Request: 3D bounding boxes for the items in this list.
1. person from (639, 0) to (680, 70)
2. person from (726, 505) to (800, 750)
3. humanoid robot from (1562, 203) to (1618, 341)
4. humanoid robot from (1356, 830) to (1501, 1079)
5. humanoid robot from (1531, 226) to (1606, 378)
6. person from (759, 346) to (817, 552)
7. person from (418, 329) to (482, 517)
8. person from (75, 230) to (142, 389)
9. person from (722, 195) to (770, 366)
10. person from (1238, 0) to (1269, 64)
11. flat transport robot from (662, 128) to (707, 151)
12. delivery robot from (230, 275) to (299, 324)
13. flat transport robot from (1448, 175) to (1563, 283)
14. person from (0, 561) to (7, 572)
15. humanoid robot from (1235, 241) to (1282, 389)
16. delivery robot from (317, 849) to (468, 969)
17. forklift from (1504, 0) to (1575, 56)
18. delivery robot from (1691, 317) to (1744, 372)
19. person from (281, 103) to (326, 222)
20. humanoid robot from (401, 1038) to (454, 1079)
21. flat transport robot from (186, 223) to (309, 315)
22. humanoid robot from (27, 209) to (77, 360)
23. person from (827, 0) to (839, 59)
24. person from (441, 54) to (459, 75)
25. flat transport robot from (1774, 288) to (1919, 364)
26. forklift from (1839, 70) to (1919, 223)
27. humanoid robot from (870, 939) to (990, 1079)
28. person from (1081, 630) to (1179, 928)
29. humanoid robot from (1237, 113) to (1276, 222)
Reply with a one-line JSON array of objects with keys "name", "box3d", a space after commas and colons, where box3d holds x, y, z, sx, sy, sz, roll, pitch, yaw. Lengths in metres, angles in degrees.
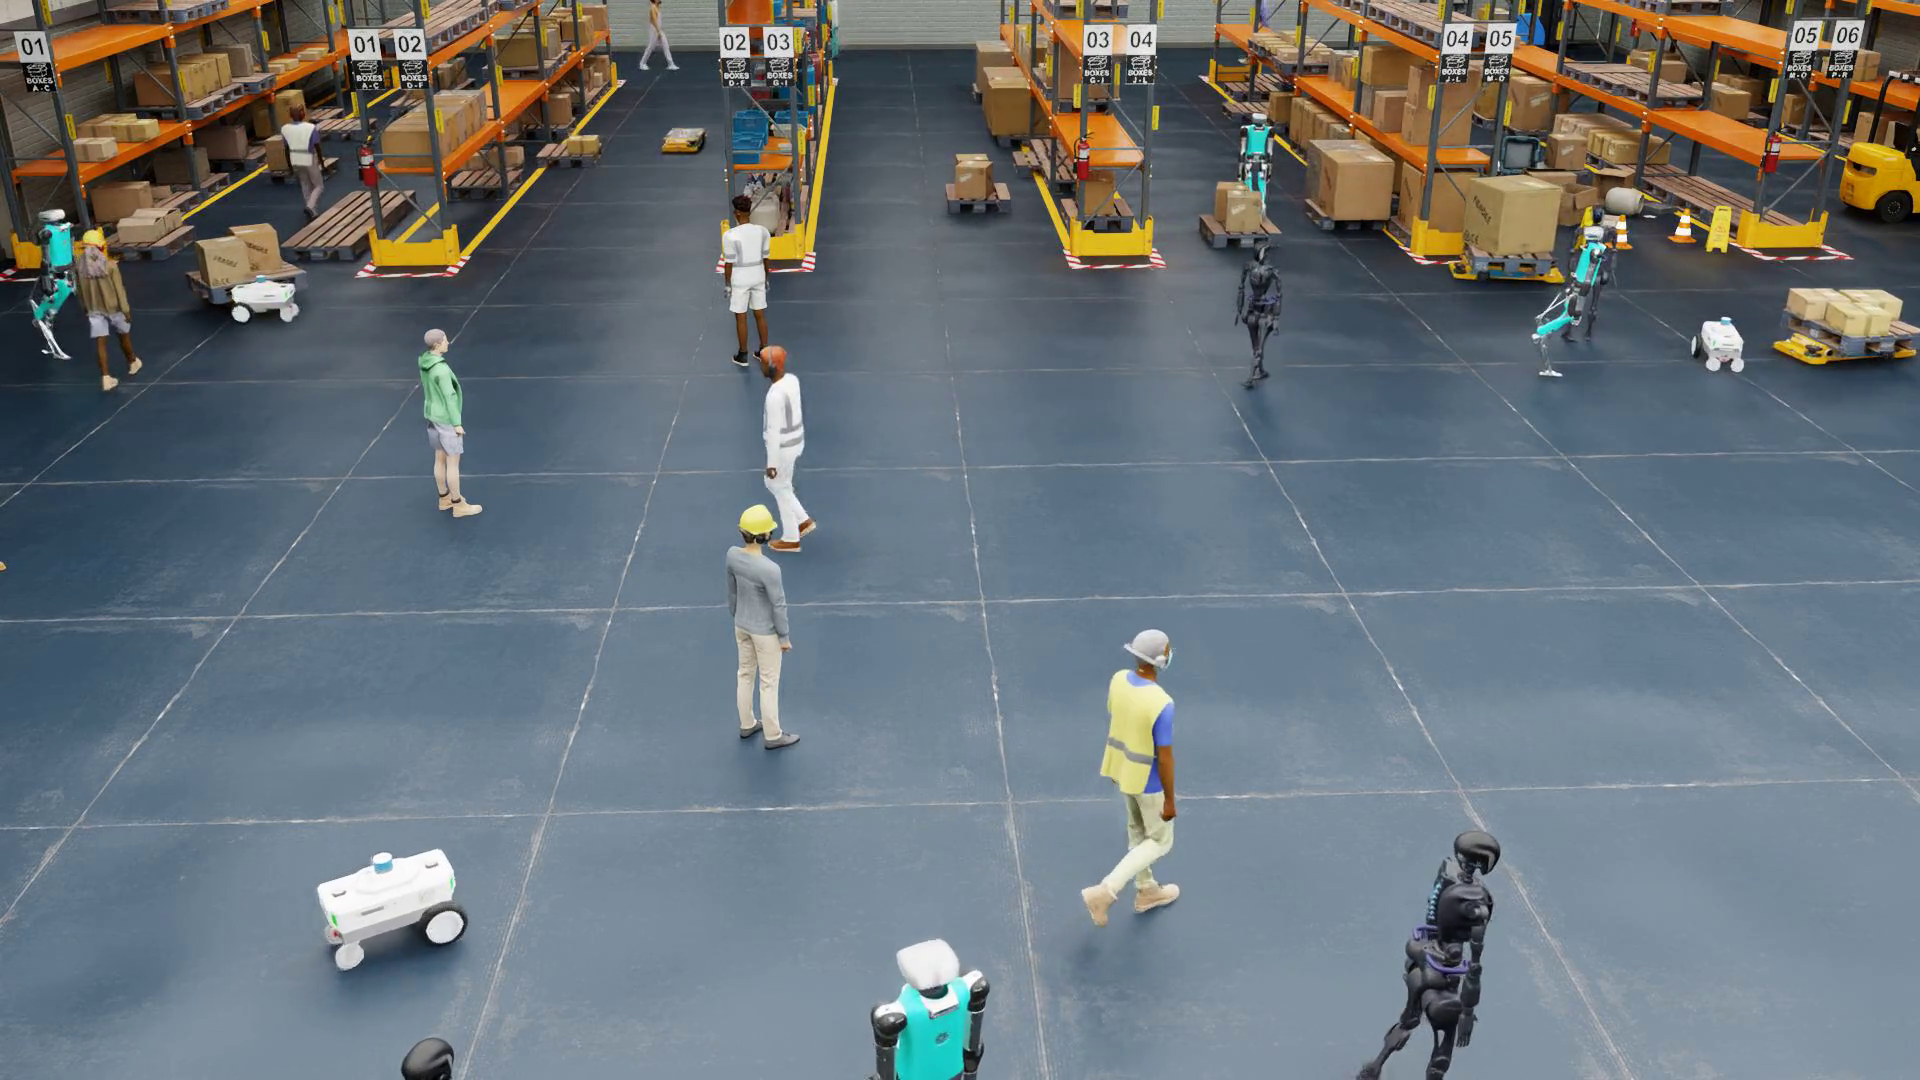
[{"name": "person", "box3d": [-7.356, -12.290, 40.184, 0.965, 1.817, 0.521, 6, 25, 12]}, {"name": "person", "box3d": [-1.353, 0.587, 11.312, 0.531, 1.767, 0.308, 20, 31, 37]}, {"name": "humanoid robot", "box3d": [7.585, -3.215, 19.965, 0.608, 1.652, 0.326, 2, 24, 4]}, {"name": "humanoid robot", "box3d": [2.266, 2.096, 8.031, 0.473, 1.639, 0.589, -3, 24, -7]}, {"name": "humanoid robot", "box3d": [6.695, -2.599, 18.566, 0.770, 1.814, 0.544, 5, 24, 11]}, {"name": "person", "box3d": [-1.546, -0.765, 14.218, 0.424, 1.870, 0.593, 4, 24, 10]}, {"name": "person", "box3d": [-4.663, -1.058, 15.039, 0.347, 1.743, 0.469, -21, 31, -39]}, {"name": "person", "box3d": [-9.521, -2.596, 18.524, 0.564, 1.714, 0.904, -3, 24, -7]}, {"name": "person", "box3d": [-2.442, -2.979, 19.100, 0.596, 1.958, 0.377, -18, 30, -34]}, {"name": "person", "box3d": [7.424, -12.702, 41.203, 0.920, 1.752, 0.578, -1, 24, -3]}, {"name": "flat transport robot", "box3d": [-5.213, -7.590, 31.526, 0.659, 0.231, 1.431, 0, 24, 0]}, {"name": "delivery robot", "box3d": [-8.778, -3.022, 20.934, 0.816, 0.613, 0.499, -2, 24, -4]}, {"name": "flat transport robot", "box3d": [7.490, -3.729, 22.852, 1.431, 0.231, 0.659, 4, 24, 8]}, {"name": "person", "box3d": [-8.355, -0.570, 13.771, 0.376, 1.890, 0.569, 16, 29, 32]}, {"name": "humanoid robot", "box3d": [3.285, -2.508, 18.411, 0.728, 1.624, 0.610, -22, 32, -40]}, {"name": "delivery robot", "box3d": [-3.251, 2.058, 9.488, 0.785, 0.587, 0.499, -14, 28, -29]}, {"name": "forklift", "box3d": [14.700, -13.805, 42.301, 1.873, 2.768, 1.129, -1, 24, -2]}, {"name": "delivery robot", "box3d": [8.823, -2.280, 19.263, 0.524, 0.610, 0.781, 5, 25, 12]}, {"name": "person", "box3d": [-10.033, -5.753, 25.476, 0.582, 1.822, 0.576, 3, 24, 6]}, {"name": "humanoid robot", "box3d": [-2.044, 2.682, 6.701, 0.612, 1.649, 0.345, 7, 25, 16]}, {"name": "flat transport robot", "box3d": [-9.246, -3.186, 21.630, 0.659, 0.231, 1.431, -19, 30, -36]}, {"name": "humanoid robot", "box3d": [-10.643, -2.939, 19.366, 0.830, 1.848, 0.542, 4, 24, 10]}, {"name": "person", "box3d": [-3.253, -12.963, 41.776, 0.467, 1.748, 0.541, -10, 26, -21]}, {"name": "person", "box3d": [-11.331, -10.724, 36.878, 0.535, 1.651, 0.784, 2, 24, 5]}, {"name": "flat transport robot", "box3d": [10.458, -2.294, 19.628, 1.431, 0.231, 0.659, -5, 25, -12]}, {"name": "forklift", "box3d": [15.132, -6.143, 25.915, 2.313, 2.155, 1.214, -1, 24, -2]}, {"name": "humanoid robot", "box3d": [-0.243, 2.410, 7.248, 0.539, 1.789, 0.687, -14, 28, -29]}, {"name": "person", "box3d": [1.000, 1.371, 9.419, 0.683, 1.875, 0.539, -14, 28, -29]}, {"name": "humanoid robot", "box3d": [4.450, -5.360, 24.832, 0.543, 1.891, 0.777, -2, 24, -4]}]
